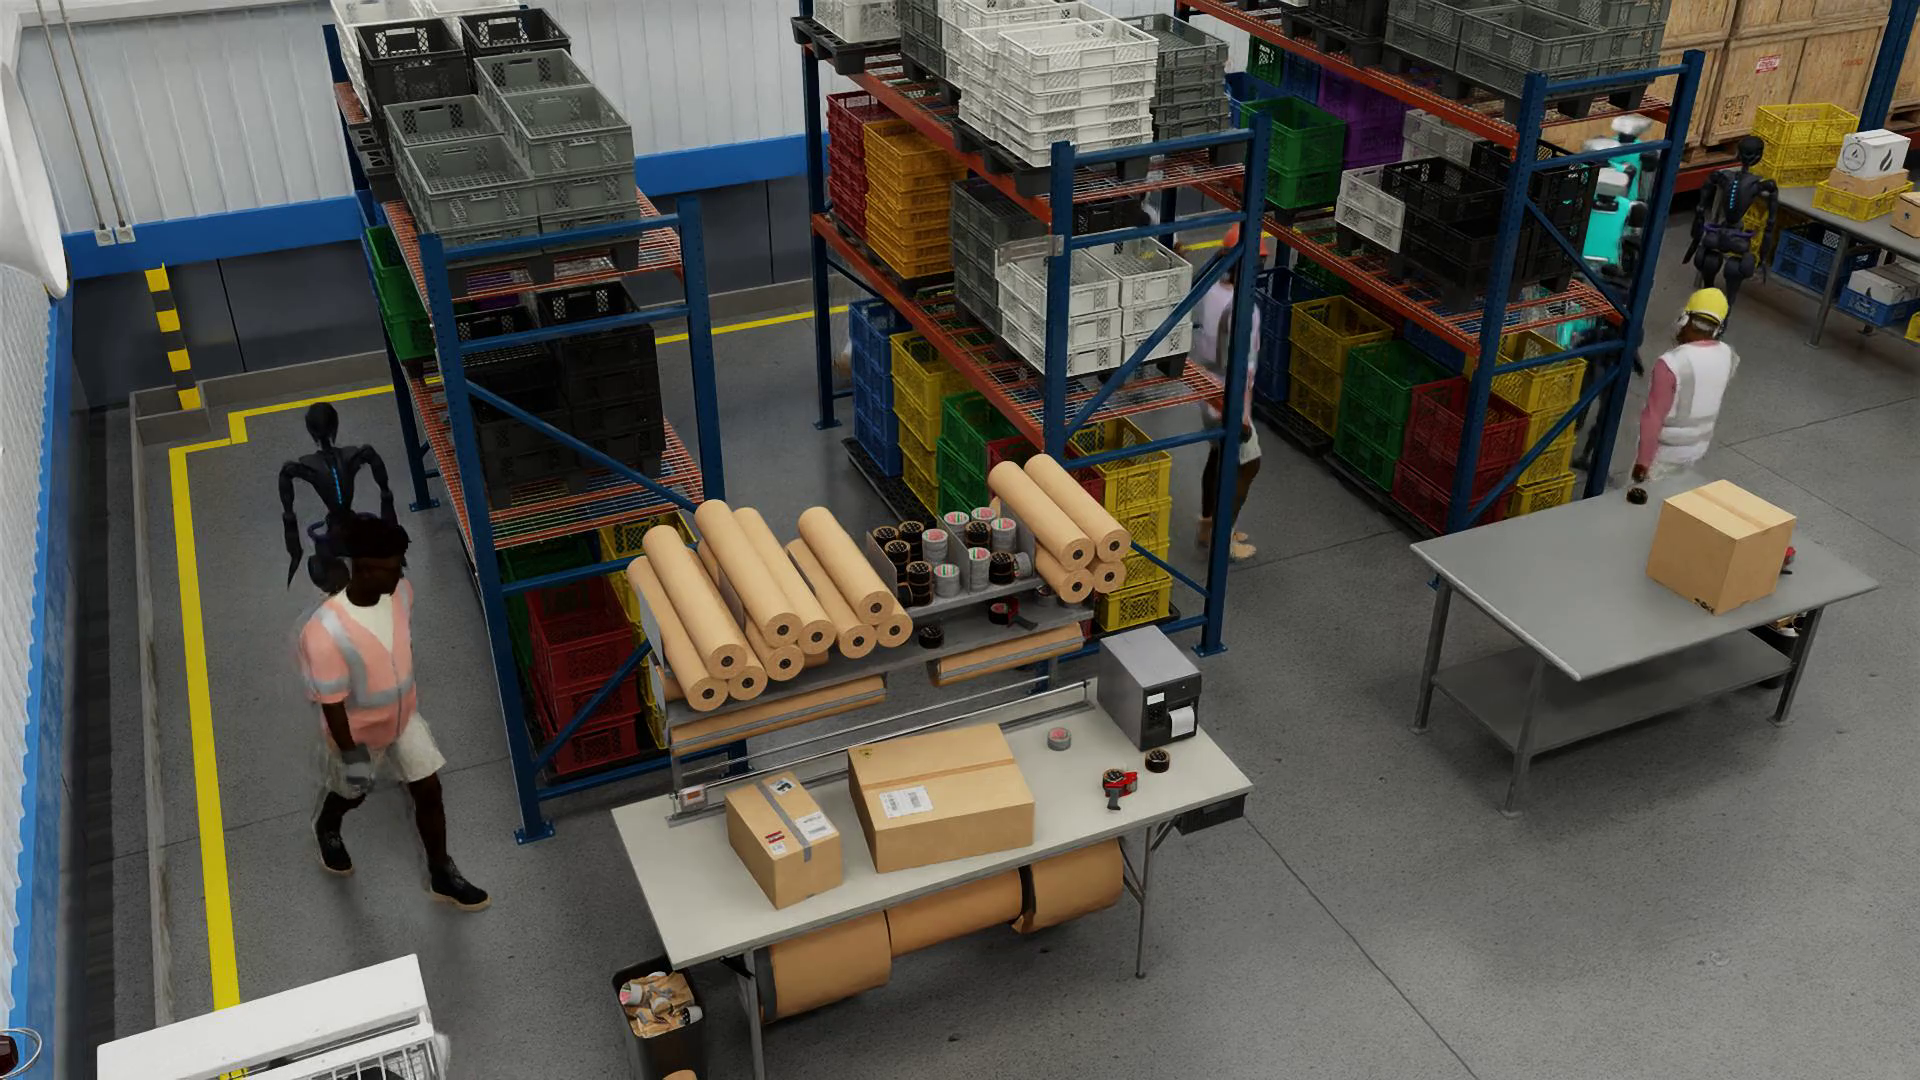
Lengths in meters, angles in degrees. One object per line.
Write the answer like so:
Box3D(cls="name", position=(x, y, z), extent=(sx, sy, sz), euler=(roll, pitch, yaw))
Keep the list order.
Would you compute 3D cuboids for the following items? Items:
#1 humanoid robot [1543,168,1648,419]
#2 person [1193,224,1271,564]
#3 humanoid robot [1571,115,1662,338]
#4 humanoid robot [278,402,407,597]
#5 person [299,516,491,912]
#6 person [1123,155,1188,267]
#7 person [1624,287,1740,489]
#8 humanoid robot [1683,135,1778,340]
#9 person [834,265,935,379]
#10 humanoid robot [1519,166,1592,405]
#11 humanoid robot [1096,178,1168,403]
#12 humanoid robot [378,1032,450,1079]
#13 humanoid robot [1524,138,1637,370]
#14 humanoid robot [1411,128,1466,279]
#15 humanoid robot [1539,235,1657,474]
Box3D(cls="humanoid robot", position=(4.129, -1.547, 10.955), extent=(0.533, 1.676, 0.735), euler=(11, 33, 17))
Box3D(cls="person", position=(1.577, -0.823, 9.664), extent=(0.439, 2.018, 0.656), euler=(-7, 32, -11))
Box3D(cls="humanoid robot", position=(4.968, -2.337, 12.380), extent=(0.932, 1.773, 0.552), euler=(-24, 39, -34))
Box3D(cls="humanoid robot", position=(-3.195, 0.047, 8.610), extent=(0.597, 1.636, 0.795), euler=(-17, 35, -25))
Box3D(cls="person", position=(-2.573, 0.742, 7.198), extent=(0.939, 1.909, 0.638), euler=(17, 36, 26))
Box3D(cls="person", position=(1.469, -2.939, 13.213), extent=(0.669, 1.868, 0.624), euler=(11, 33, 17))
Box3D(cls="person", position=(3.980, -0.540, 9.405), extent=(0.731, 1.782, 0.407), euler=(-17, 36, -26))
Box3D(cls="humanoid robot", position=(5.585, -2.109, 12.053), extent=(0.609, 1.638, 0.508), euler=(24, 39, 34))
Box3D(cls="person", position=(-0.459, -1.946, 11.666), extent=(0.855, 1.804, 0.624), euler=(-23, 38, -32))
Box3D(cls="humanoid robot", position=(4.161, -1.702, 11.206), extent=(0.735, 1.677, 0.533), euler=(2, 32, 4))
Box3D(cls="humanoid robot", position=(1.222, -1.773, 11.521), extent=(0.485, 1.659, 0.593), euler=(6, 32, 9))
Box3D(cls="humanoid robot", position=(-1.573, 2.076, 5.283), extent=(0.556, 1.865, 0.808), euler=(-7, 32, -11))
Box3D(cls="humanoid robot", position=(4.342, -2.054, 11.915), extent=(0.544, 1.802, 0.667), euler=(-7, 32, -11))
Box3D(cls="humanoid robot", position=(3.670, -2.522, 12.724), extent=(0.616, 1.642, 0.354), euler=(-14, 34, -22))
Box3D(cls="humanoid robot", position=(4.068, -1.180, 10.563), extent=(0.603, 1.644, 0.444), euler=(-22, 38, -31))
